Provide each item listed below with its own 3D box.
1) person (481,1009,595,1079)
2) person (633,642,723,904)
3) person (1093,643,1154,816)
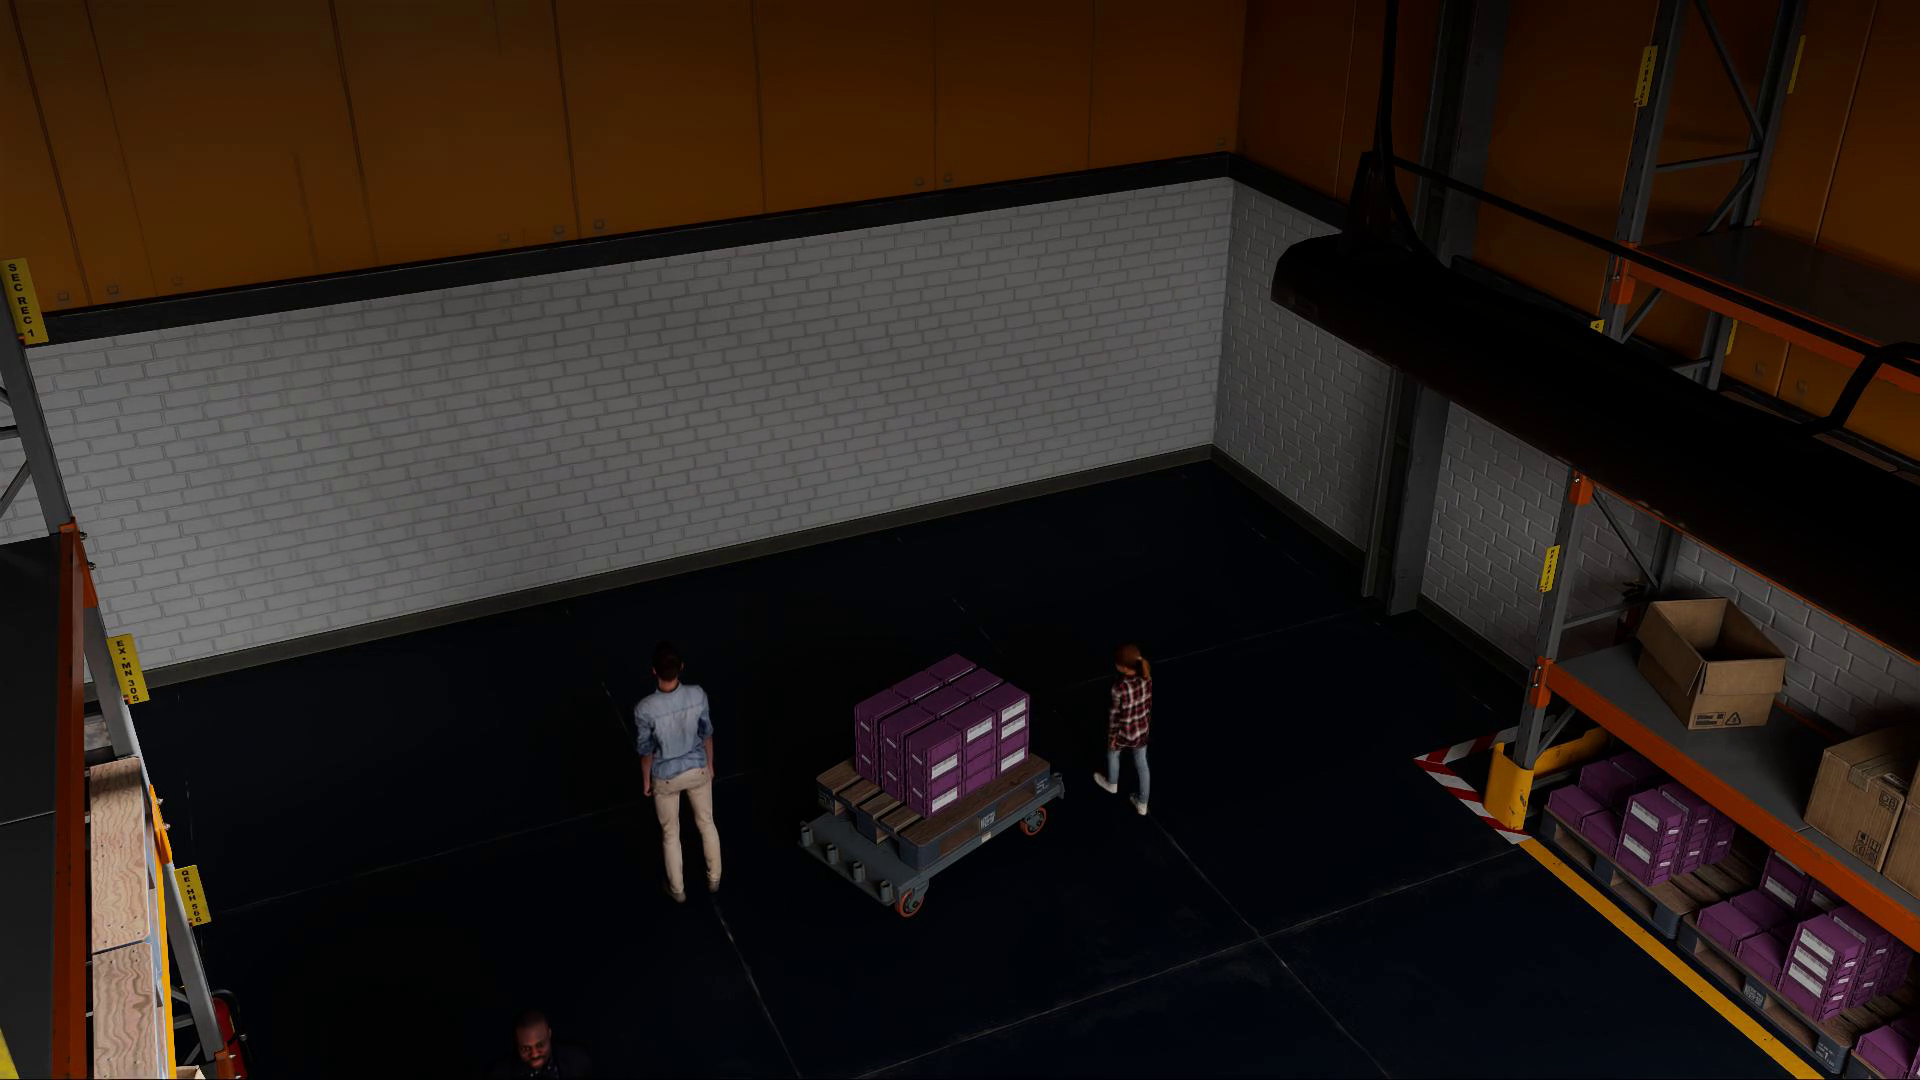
[{"bbox_3d":[-1.914,2.884,7.749,0.681,1.817,0.577,-13,31,-22],"label":"person"},{"bbox_3d":[-1.748,1.447,10.353,0.649,1.847,0.550,-11,31,-19],"label":"person"},{"bbox_3d":[1.180,1.305,11.200,0.594,1.284,0.744,-13,31,-23],"label":"person"}]
